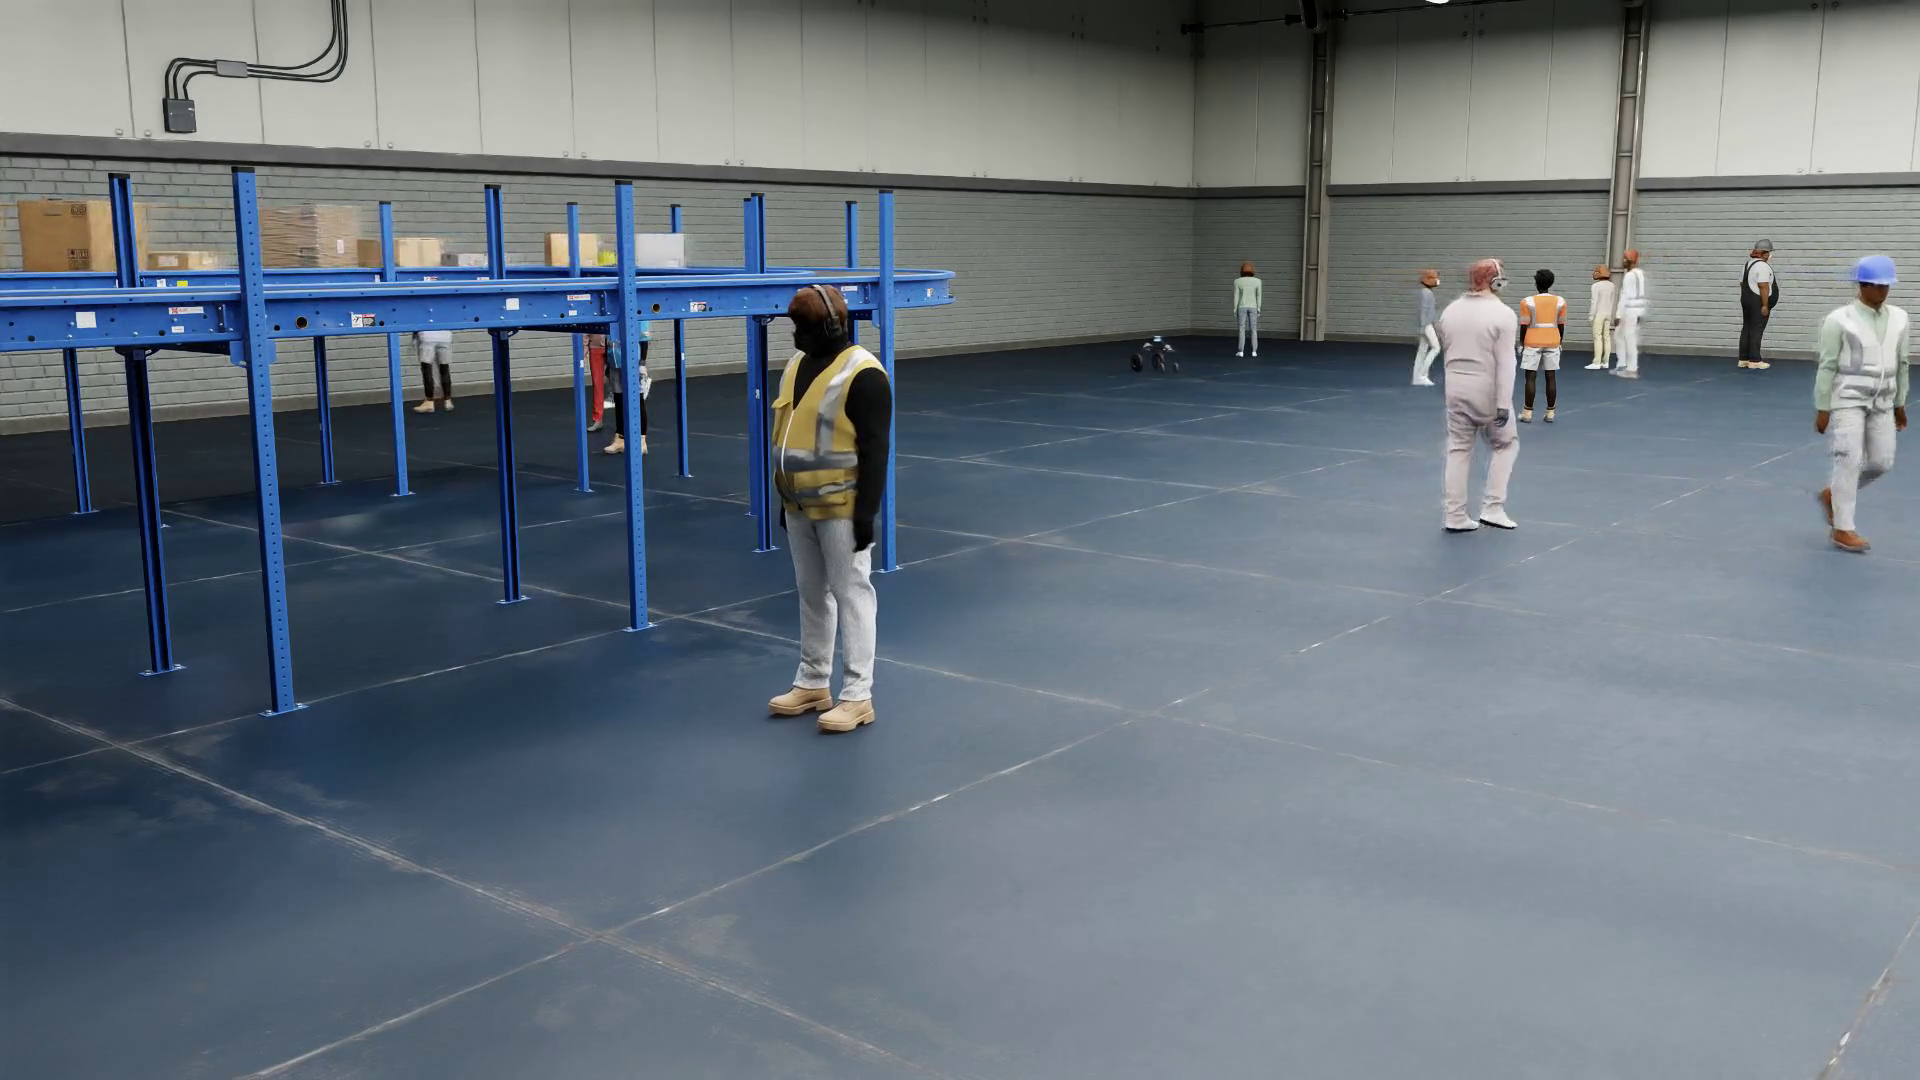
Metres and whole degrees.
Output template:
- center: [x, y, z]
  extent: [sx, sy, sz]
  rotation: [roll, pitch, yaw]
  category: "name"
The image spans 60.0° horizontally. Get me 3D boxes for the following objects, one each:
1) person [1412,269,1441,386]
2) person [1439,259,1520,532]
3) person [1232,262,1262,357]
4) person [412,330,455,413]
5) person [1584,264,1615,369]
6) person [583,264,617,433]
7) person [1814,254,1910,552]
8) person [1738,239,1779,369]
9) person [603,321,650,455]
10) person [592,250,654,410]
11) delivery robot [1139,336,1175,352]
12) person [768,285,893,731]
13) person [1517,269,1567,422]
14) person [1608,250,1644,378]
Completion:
- center: [6.518, -2.949, 23.113]
  extent: [0.438, 1.618, 0.502]
  rotation: [3, 11, 16]
  category: "person"
- center: [3.644, -0.995, 11.553]
  extent: [0.585, 1.890, 0.647]
  rotation: [-8, 13, -36]
  category: "person"
- center: [4.985, -4.005, 28.917]
  extent: [0.501, 1.633, 0.286]
  rotation: [0, 10, -1]
  category: "person"
- center: [-6.252, -2.349, 19.700]
  extent: [0.312, 1.670, 0.636]
  rotation: [9, 13, 39]
  category: "person"
- center: [10.057, -3.501, 26.123]
  extent: [0.498, 1.634, 0.281]
  rotation: [-6, 12, -31]
  category: "person"
- center: [-3.747, -2.022, 17.564]
  extent: [0.530, 1.768, 0.312]
  rotation: [2, 10, 8]
  category: "person"
- center: [5.889, -0.912, 10.957]
  extent: [0.622, 1.928, 0.579]
  rotation: [-2, 10, -10]
  category: "person"
- center: [12.709, -3.737, 26.425]
  extent: [0.536, 2.000, 0.688]
  rotation: [0, 10, 0]
  category: "person"
- center: [-3.151, -1.648, 15.678]
  extent: [0.529, 1.697, 0.321]
  rotation: [6, 12, 31]
  category: "person"
- center: [-4.099, -2.544, 20.110]
  extent: [0.743, 1.898, 0.586]
  rotation: [-6, 12, -29]
  category: "person"
- center: [3.042, -3.038, 25.687]
  extent: [0.335, 0.223, 0.698]
  rotation: [-6, 12, -30]
  category: "delivery robot"
- center: [-0.561, -0.137, 6.929]
  extent: [0.430, 1.837, 0.619]
  rotation: [-9, 13, -40]
  category: "person"
- center: [6.490, -2.169, 18.585]
  extent: [0.541, 1.701, 0.317]
  rotation: [0, 10, -3]
  category: "person"
- center: [9.794, -3.337, 24.558]
  extent: [0.603, 1.865, 0.613]
  rotation: [7, 12, 34]
  category: "person"
